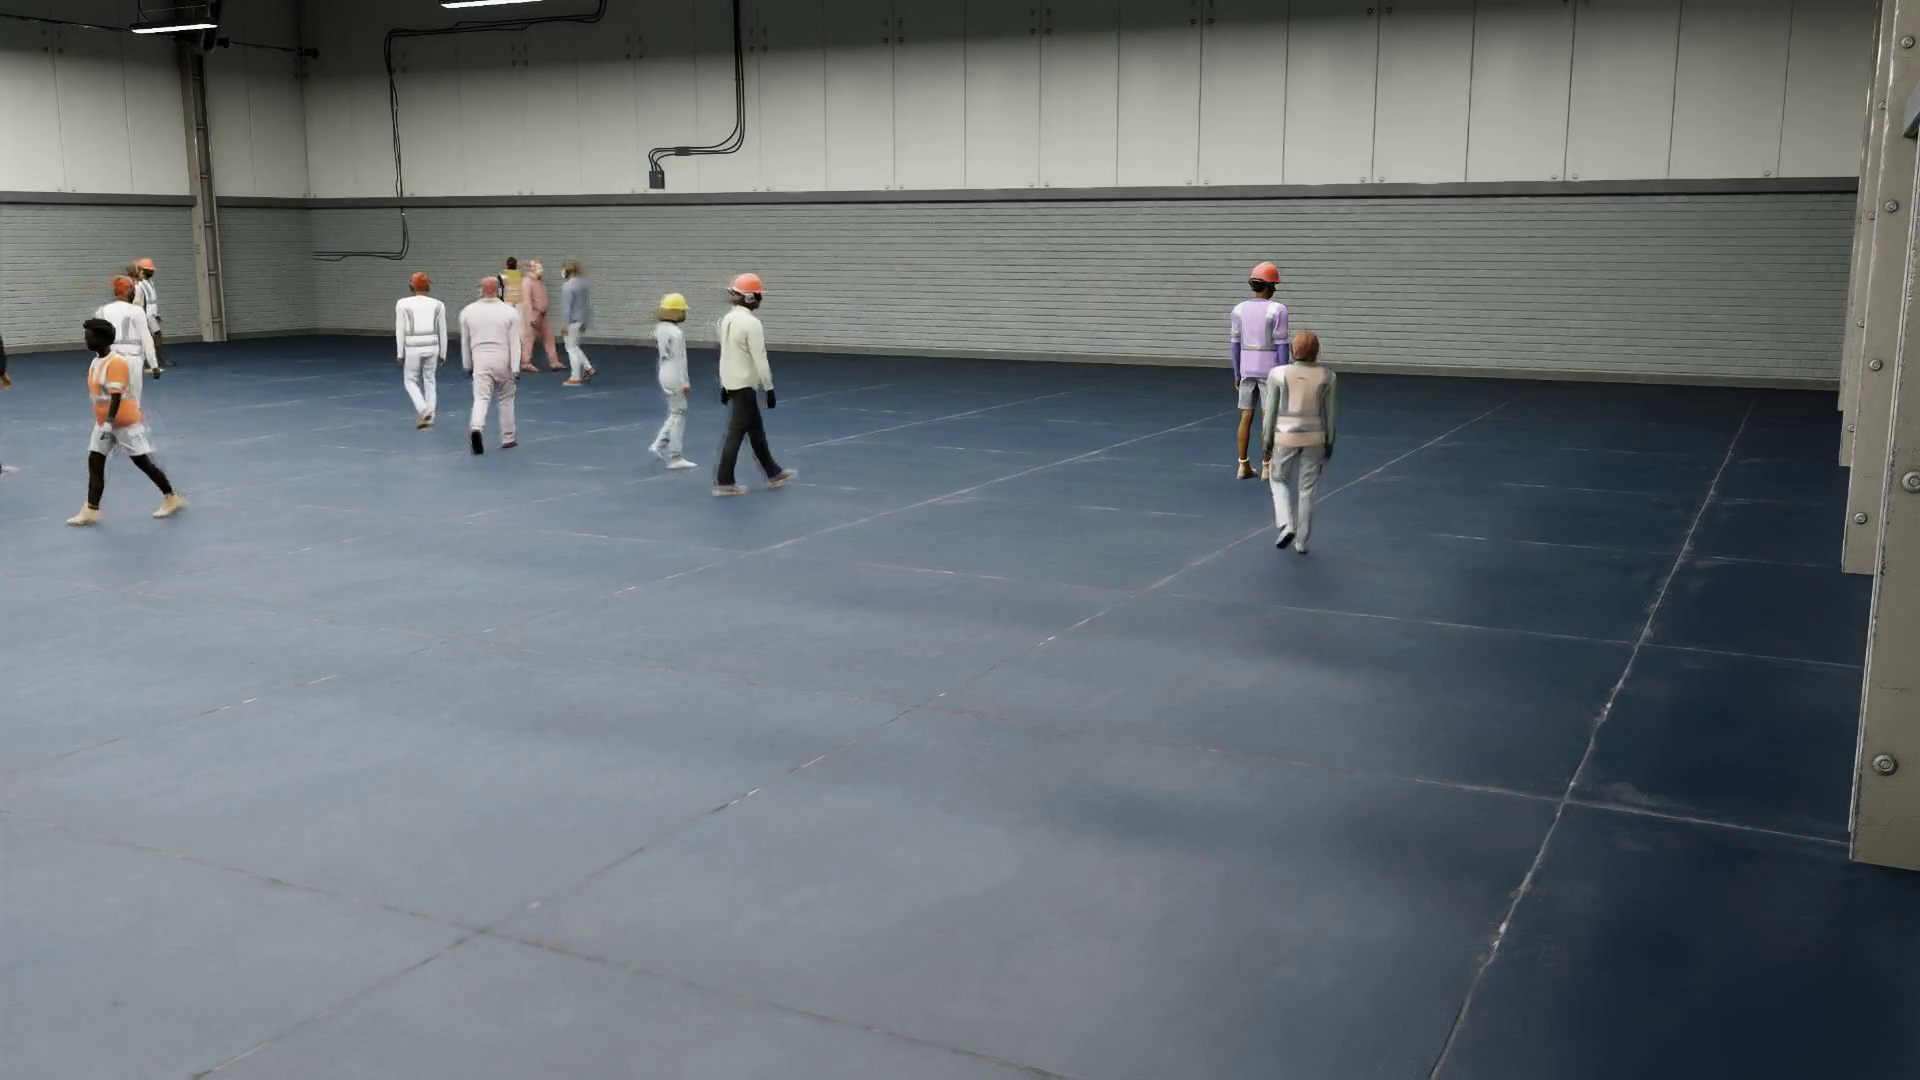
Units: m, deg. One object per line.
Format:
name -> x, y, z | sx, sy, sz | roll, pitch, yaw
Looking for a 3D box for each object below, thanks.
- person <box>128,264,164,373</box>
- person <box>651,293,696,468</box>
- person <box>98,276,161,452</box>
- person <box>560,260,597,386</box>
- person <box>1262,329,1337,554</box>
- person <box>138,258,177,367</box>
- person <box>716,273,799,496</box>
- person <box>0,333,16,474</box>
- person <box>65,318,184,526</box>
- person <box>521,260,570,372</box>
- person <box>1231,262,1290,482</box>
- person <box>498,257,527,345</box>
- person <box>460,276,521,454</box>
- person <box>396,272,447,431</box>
person -> -13.719, -3.650, 27.557 | 0.529, 1.826, 0.773 | 10, 14, 43
person -> -2.806, -1.570, 16.451 | 0.367, 1.733, 0.502 | -6, 12, -30
person -> -8.831, -1.867, 17.696 | 0.574, 1.867, 0.441 | 4, 11, 23
person -> -5.915, -3.303, 25.383 | 0.431, 1.928, 0.632 | 1, 10, 7
person -> 2.449, -0.702, 12.006 | 0.534, 1.626, 0.370 | 1, 10, 4
person -> -14.256, -3.959, 29.026 | 0.912, 1.909, 0.545 | -2, 11, -11
person -> -1.807, -1.384, 14.831 | 0.969, 1.948, 0.657 | -6, 12, -30
person -> -9.342, -1.545, 15.742 | 0.445, 1.949, 0.681 | 4, 11, 22
person -> -6.717, -0.955, 13.318 | 0.533, 1.653, 0.862 | 8, 13, 37
person -> -6.981, -3.738, 27.856 | 0.876, 1.874, 0.680 | 3, 11, 14
person -> 2.827, -1.570, 15.598 | 0.607, 2.044, 0.372 | 9, 14, 41
person -> -9.365, -5.005, 34.880 | 0.632, 1.843, 0.429 | -5, 11, -23
person -> -5.002, -1.867, 17.709 | 0.653, 1.875, 0.890 | 0, 10, 0
person -> -6.303, -2.195, 19.481 | 0.606, 1.868, 0.432 | -7, 13, -34
